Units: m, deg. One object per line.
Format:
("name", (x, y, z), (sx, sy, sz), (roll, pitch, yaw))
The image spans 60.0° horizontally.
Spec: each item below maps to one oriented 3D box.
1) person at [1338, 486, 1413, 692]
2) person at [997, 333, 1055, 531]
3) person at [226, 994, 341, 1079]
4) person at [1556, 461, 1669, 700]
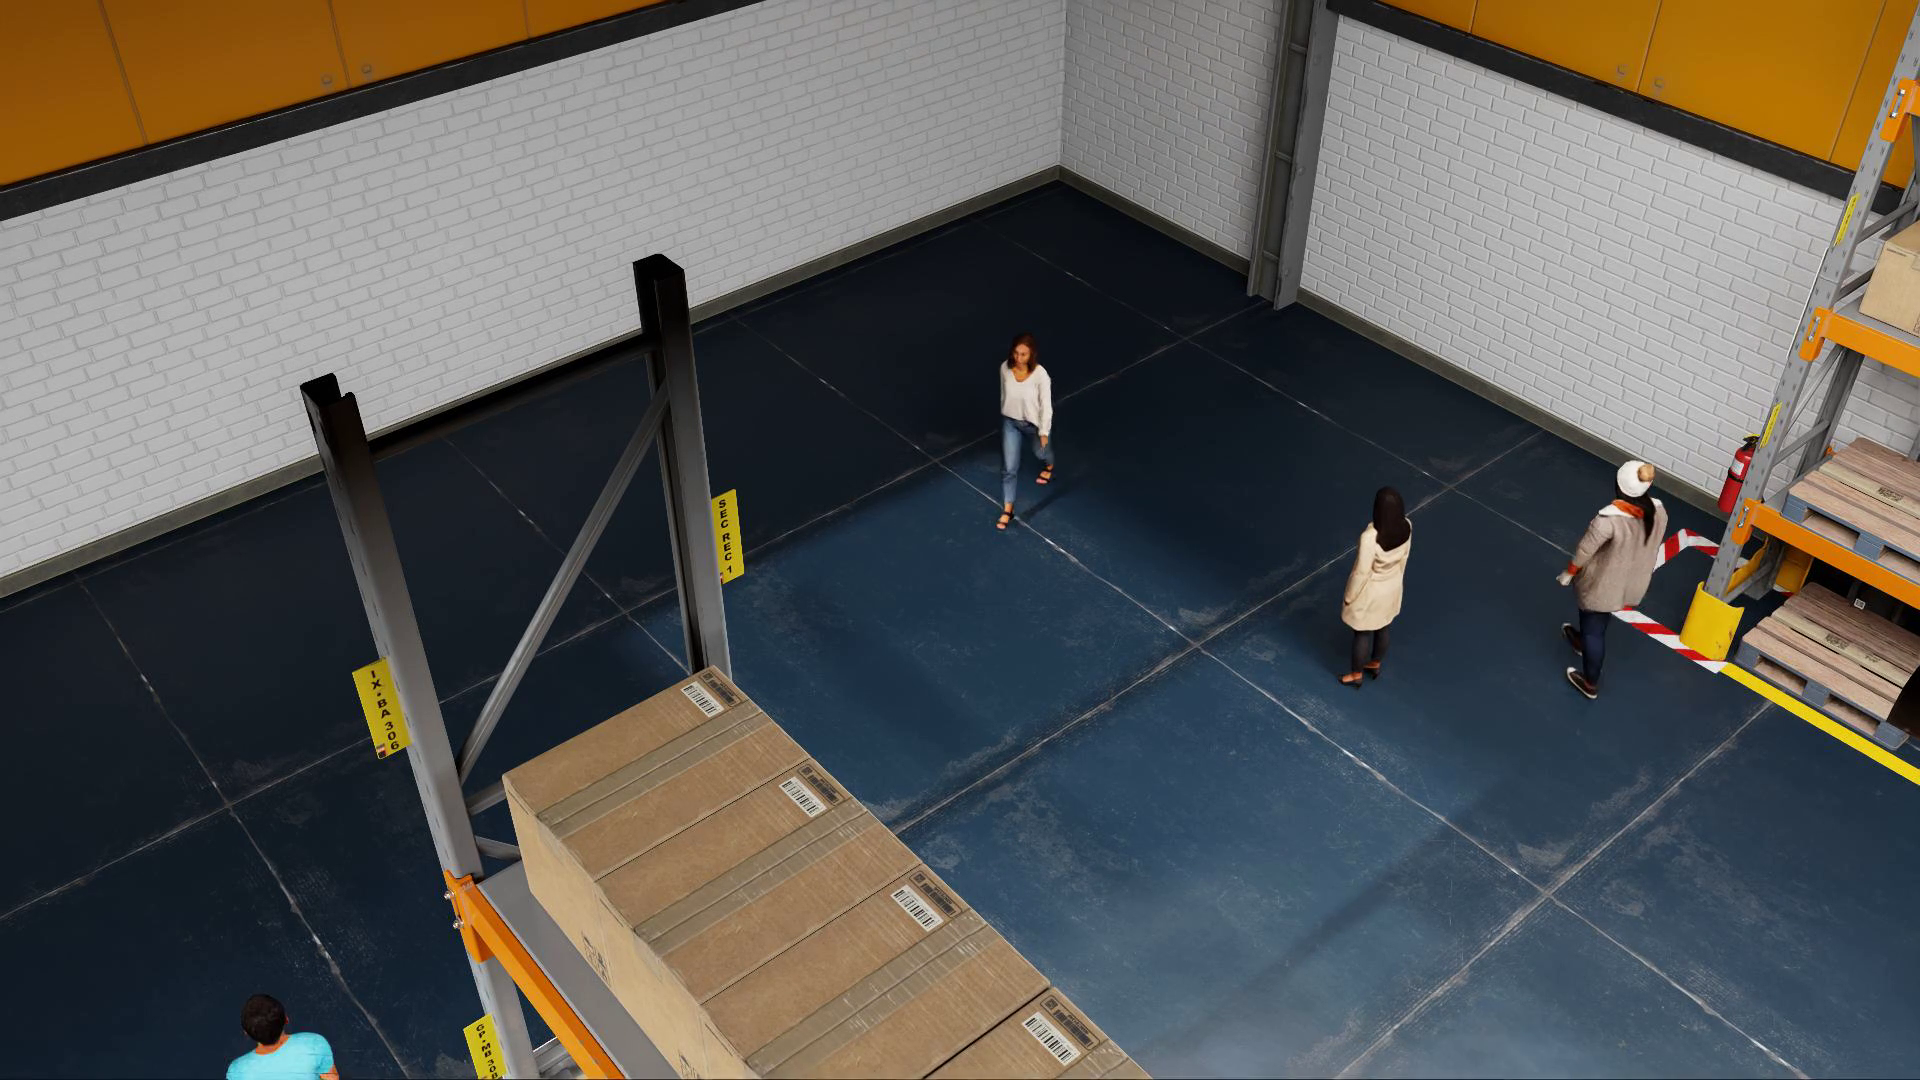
("person", (2.829, 0.342, 11.308), (0.681, 1.680, 0.597), (-19, 42, -22))
("person", (0.558, -0.934, 12.941), (1.125, 1.637, 0.963), (18, 42, 21))
("person", (-3.168, 2.901, 8.064), (0.747, 1.731, 1.151), (-20, 43, -23))
("person", (4.448, 0.296, 11.216), (0.882, 1.868, 1.034), (-13, 40, -16))
